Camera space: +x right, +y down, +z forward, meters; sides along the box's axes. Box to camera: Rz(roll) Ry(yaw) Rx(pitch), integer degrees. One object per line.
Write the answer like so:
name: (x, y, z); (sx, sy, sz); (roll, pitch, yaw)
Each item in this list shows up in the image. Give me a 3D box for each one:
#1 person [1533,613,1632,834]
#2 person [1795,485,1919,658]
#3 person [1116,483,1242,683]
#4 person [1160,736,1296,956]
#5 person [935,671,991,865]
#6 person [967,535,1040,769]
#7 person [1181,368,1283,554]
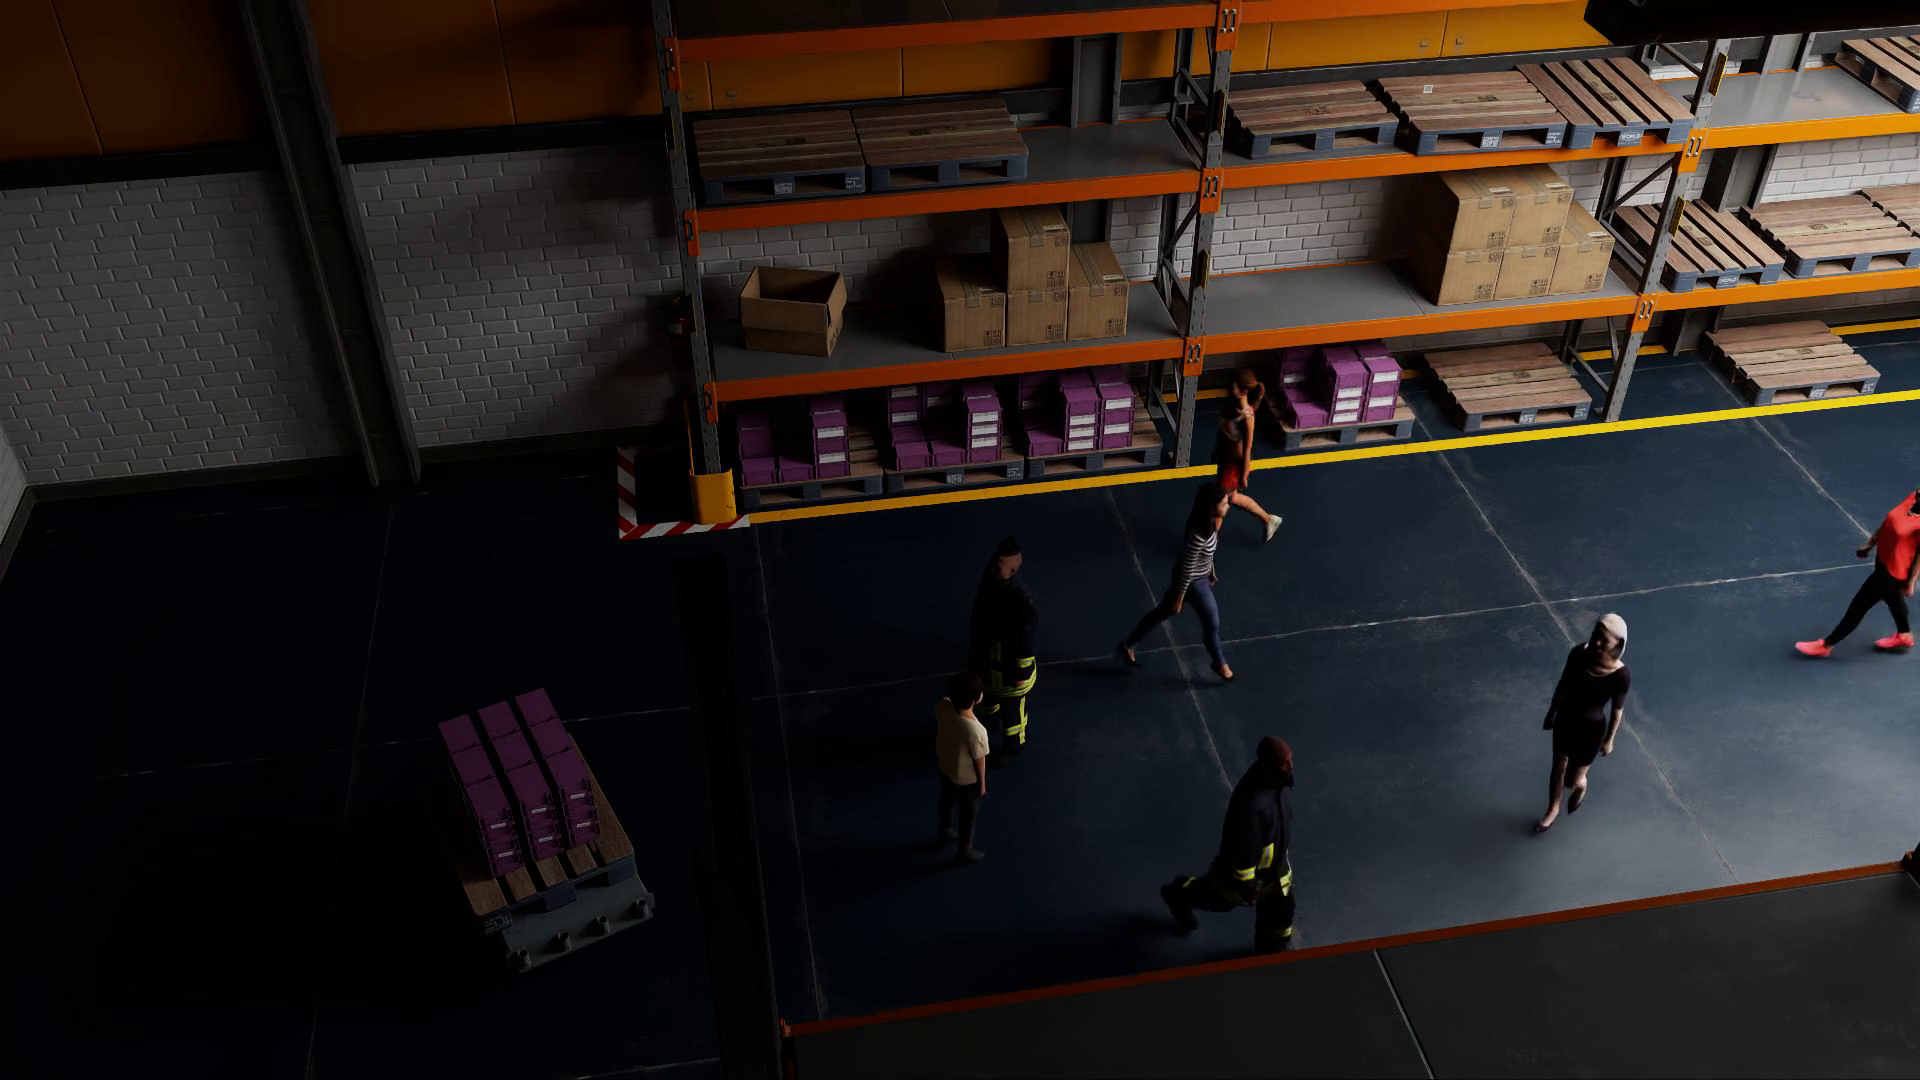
person: (4.044, 1.169, 10.710); (0.817, 1.818, 0.754); (-27, 46, -29)
person: (6.838, 0.205, 12.045); (1.183, 1.659, 0.856); (5, 39, 6)
person: (1.547, 0.331, 11.824); (1.211, 1.736, 0.880); (7, 39, 9)
person: (1.652, 1.823, 9.916); (1.260, 1.787, 1.250); (28, 46, 30)
person: (0.003, 1.452, 10.543); (0.658, 1.584, 0.657); (-29, 47, -31)
person: (0.288, 0.728, 11.228); (0.857, 1.861, 0.859); (-24, 45, -27)
person: (2.193, -0.590, 12.950); (1.036, 1.771, 0.571); (-6, 39, -8)
